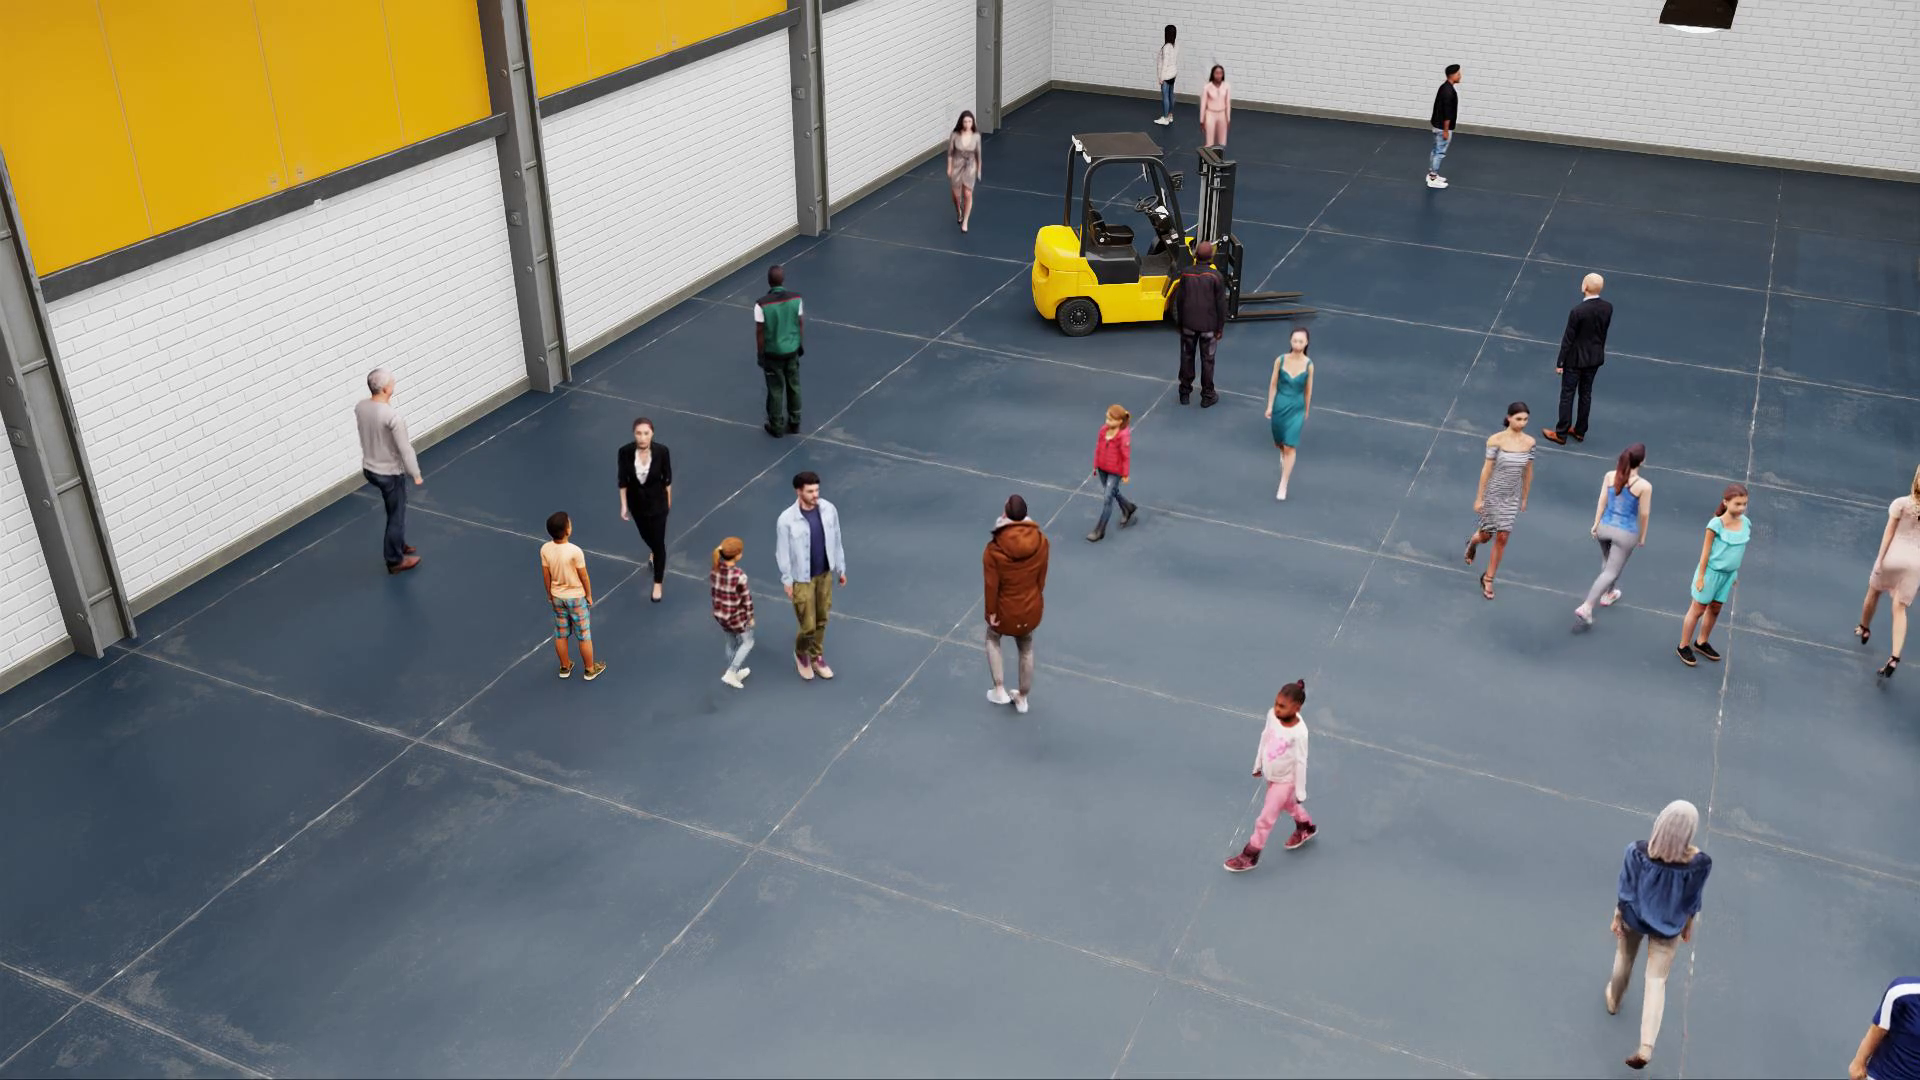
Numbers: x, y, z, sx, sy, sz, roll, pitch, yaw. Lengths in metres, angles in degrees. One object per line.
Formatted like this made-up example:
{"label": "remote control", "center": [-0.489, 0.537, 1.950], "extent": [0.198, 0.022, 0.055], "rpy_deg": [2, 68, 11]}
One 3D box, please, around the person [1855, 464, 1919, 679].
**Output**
{"label": "person", "center": [7.432, 0.255, 13.092], "extent": [0.773, 1.790, 1.179], "rpy_deg": [6, 29, 11]}

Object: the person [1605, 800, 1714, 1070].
{"label": "person", "center": [3.972, 2.268, 9.527], "extent": [0.704, 1.670, 1.104], "rpy_deg": [8, 30, 14]}

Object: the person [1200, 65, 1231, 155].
{"label": "person", "center": [3.864, -6.397, 25.376], "extent": [0.775, 1.705, 0.808], "rpy_deg": [-5, 29, -9]}

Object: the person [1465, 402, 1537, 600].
{"label": "person", "center": [4.583, -0.377, 14.226], "extent": [0.806, 1.812, 0.891], "rpy_deg": [-2, 29, -4]}

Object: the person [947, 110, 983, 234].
{"label": "person", "center": [0.056, -5.103, 22.986], "extent": [0.769, 1.721, 0.820], "rpy_deg": [-1, 29, -1]}

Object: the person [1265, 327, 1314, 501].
{"label": "person", "center": [3.162, -1.257, 16.005], "extent": [0.595, 1.655, 1.022], "rpy_deg": [10, 30, 18]}

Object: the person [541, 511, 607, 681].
{"label": "person", "center": [-3.081, 0.440, 13.097], "extent": [0.571, 1.461, 0.566], "rpy_deg": [4, 29, 8]}

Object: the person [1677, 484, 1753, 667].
{"label": "person", "center": [6.068, 0.256, 13.333], "extent": [0.647, 1.558, 0.697], "rpy_deg": [-7, 29, -12]}

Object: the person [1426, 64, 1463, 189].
{"label": "person", "center": [7.245, -6.237, 24.976], "extent": [0.817, 1.807, 0.641], "rpy_deg": [4, 29, 8]}

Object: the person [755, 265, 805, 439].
{"label": "person", "center": [-1.828, -1.934, 17.053], "extent": [0.762, 1.839, 0.850], "rpy_deg": [-14, 32, -24]}

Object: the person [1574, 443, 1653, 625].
{"label": "person", "center": [5.426, -0.028, 13.831], "extent": [1.116, 1.578, 0.834], "rpy_deg": [-22, 36, -35]}

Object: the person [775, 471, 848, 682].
{"label": "person", "center": [-1.207, 0.257, 13.074], "extent": [0.733, 1.803, 0.850], "rpy_deg": [-20, 34, -32]}

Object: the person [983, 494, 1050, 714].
{"label": "person", "center": [0.449, 0.529, 12.554], "extent": [0.863, 1.824, 0.919], "rpy_deg": [-9, 30, -15]}

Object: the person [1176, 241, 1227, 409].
{"label": "person", "center": [2.559, -2.311, 17.758], "extent": [0.693, 1.826, 0.580], "rpy_deg": [12, 31, 20]}

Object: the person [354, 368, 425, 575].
{"label": "person", "center": [-5.056, -0.562, 14.484], "extent": [0.821, 1.891, 0.762], "rpy_deg": [20, 35, 33]}

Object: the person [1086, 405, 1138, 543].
{"label": "person", "center": [1.436, -0.652, 15.274], "extent": [0.973, 1.294, 0.764], "rpy_deg": [-21, 35, -34]}

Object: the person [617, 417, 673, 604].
{"label": "person", "center": [-2.688, -0.341, 14.378], "extent": [0.899, 1.605, 1.196], "rpy_deg": [1, 29, 1]}

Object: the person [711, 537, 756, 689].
{"label": "person", "center": [-1.811, 0.599, 12.982], "extent": [0.589, 1.292, 0.637], "rpy_deg": [17, 33, 28]}

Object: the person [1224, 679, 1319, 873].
{"label": "person", "center": [2.205, 1.543, 11.121], "extent": [1.055, 1.416, 0.959], "rpy_deg": [-12, 31, -22]}

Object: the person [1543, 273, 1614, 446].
{"label": "person", "center": [6.340, -1.845, 16.934], "extent": [0.758, 1.798, 0.802], "rpy_deg": [-8, 30, -14]}

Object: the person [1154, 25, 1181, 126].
{"label": "person", "center": [3.530, -7.900, 28.201], "extent": [0.703, 1.638, 0.512], "rpy_deg": [16, 33, 27]}
